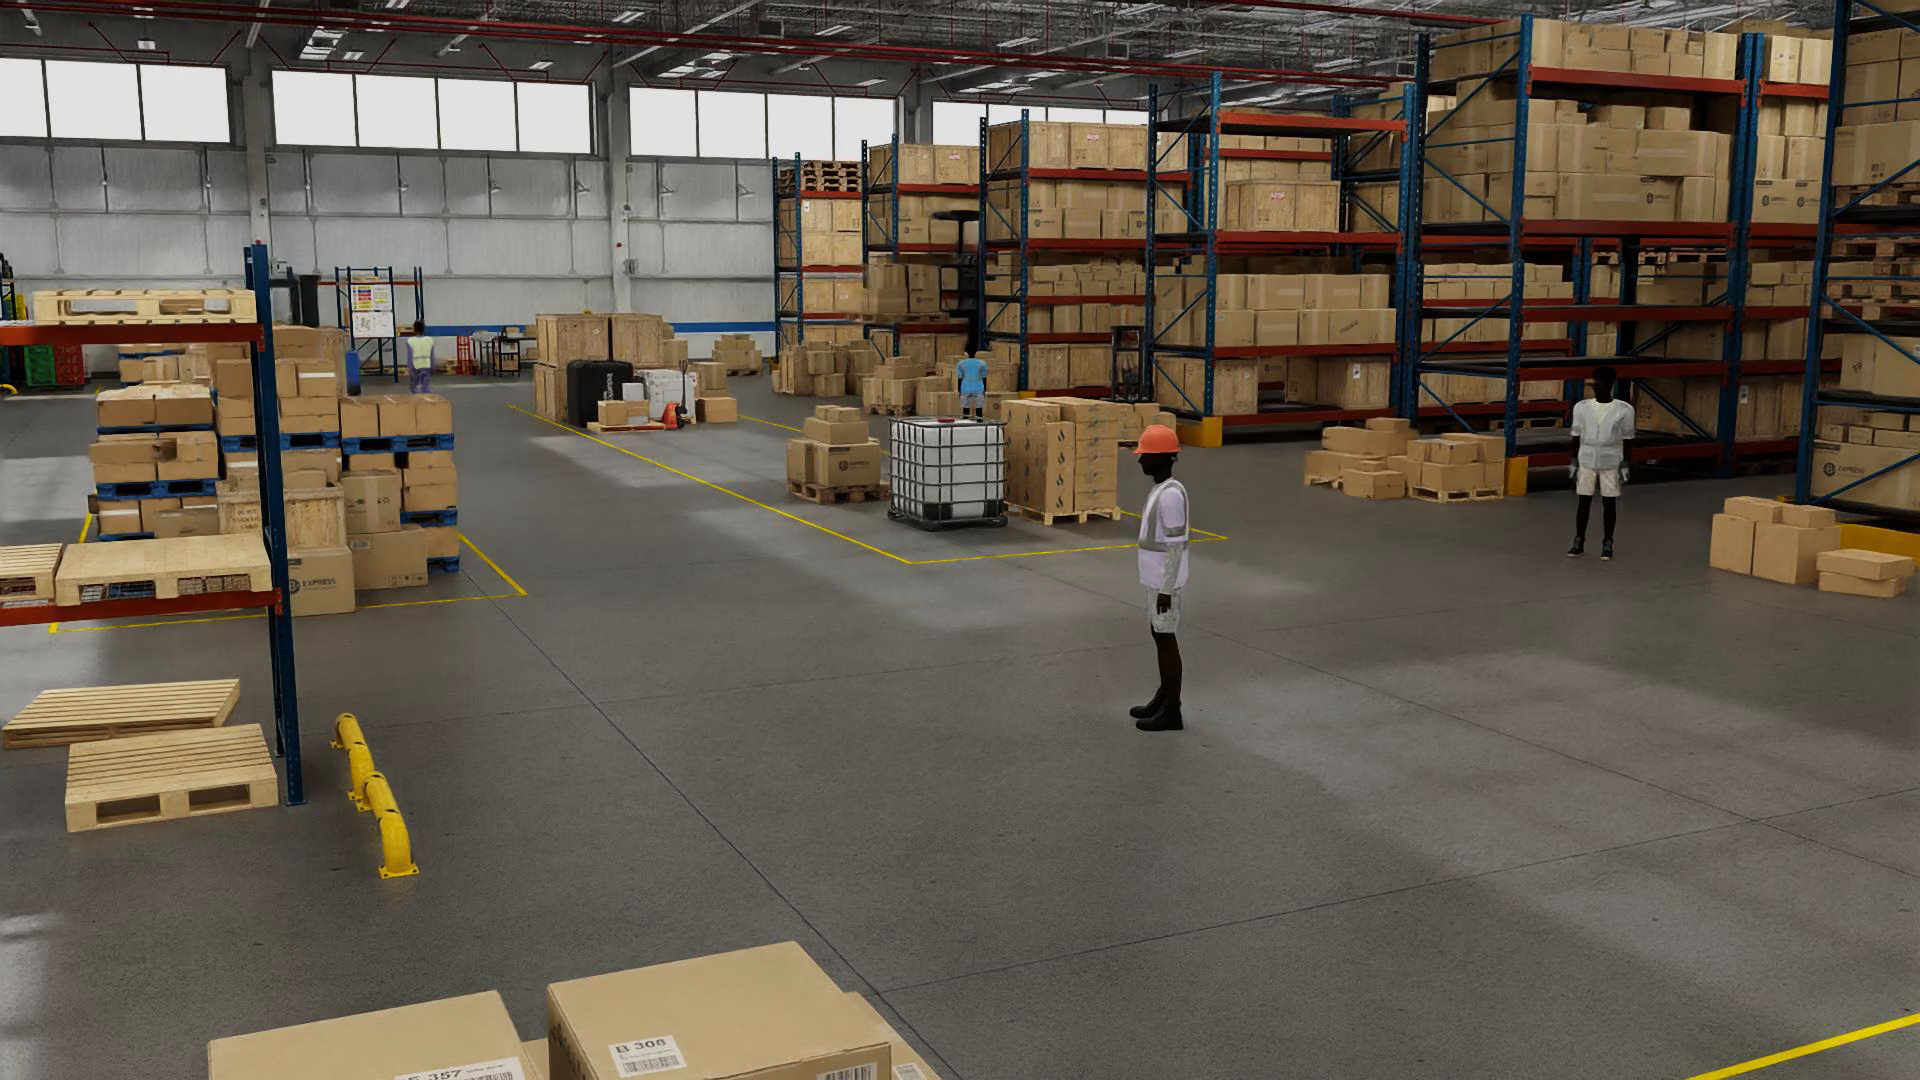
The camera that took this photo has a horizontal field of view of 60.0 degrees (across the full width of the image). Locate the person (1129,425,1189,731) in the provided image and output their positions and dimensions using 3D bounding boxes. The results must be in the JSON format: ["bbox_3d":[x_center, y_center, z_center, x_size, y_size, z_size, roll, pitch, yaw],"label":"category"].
[{"bbox_3d":[1.251,0.239,10.520,0.367,1.935,0.552,0,9,0],"label":"person"}]

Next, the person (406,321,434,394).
[{"bbox_3d":[-10.935,-3.475,33.672,0.607,1.895,0.594,-8,12,-40],"label":"person"}]

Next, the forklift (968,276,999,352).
[{"bbox_3d":[0.528,-4.559,37.374,1.873,2.768,1.129,-4,10,-25],"label":"forklift"}]

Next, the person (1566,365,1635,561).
[{"bbox_3d":[6.436,-0.773,16.716,0.608,1.963,0.372,6,11,33],"label":"person"}]

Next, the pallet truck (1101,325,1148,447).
[{"bbox_3d":[2.881,-2.596,27.923,0.823,1.965,1.885,-1,9,-7],"label":"pallet truck"}]

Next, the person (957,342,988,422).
[{"bbox_3d":[0.207,-2.527,28.423,0.531,1.698,0.320,0,9,-1],"label":"person"}]

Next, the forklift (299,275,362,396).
[{"bbox_3d":[-14.675,-4.612,37.701,1.873,2.768,1.129,-4,10,-25],"label":"forklift"}]
